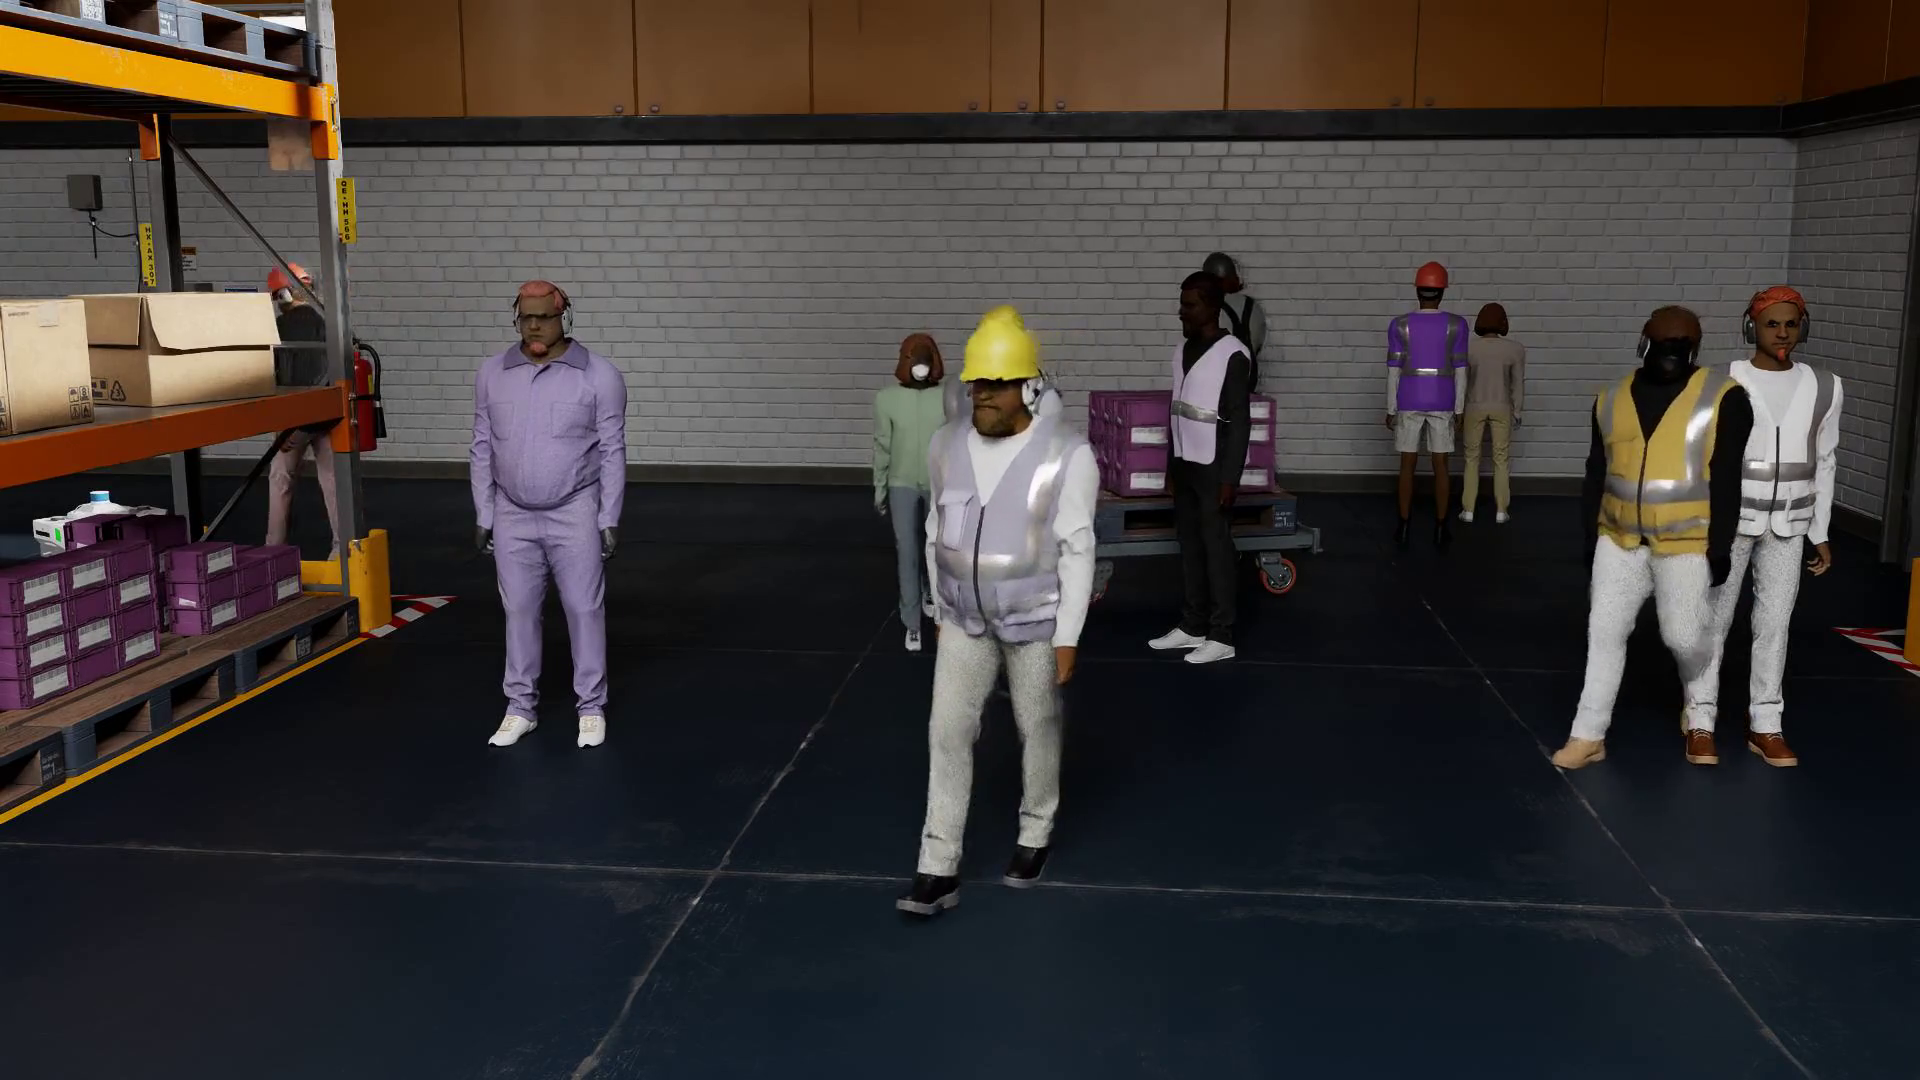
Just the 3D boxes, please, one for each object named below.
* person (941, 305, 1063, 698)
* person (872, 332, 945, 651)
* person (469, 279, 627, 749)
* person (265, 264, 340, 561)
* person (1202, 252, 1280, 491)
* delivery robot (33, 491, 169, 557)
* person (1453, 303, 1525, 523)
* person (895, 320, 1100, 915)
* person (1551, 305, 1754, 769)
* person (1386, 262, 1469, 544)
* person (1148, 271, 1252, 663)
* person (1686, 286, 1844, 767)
[{"bbox_3d":[0.164,-0.132,7.290,0.614,1.780,0.831,4,11,22],"label":"person"},{"bbox_3d":[-0.207,-0.276,8.623,0.508,1.610,0.669,-1,10,-6],"label":"person"},{"bbox_3d":[-1.676,-0.097,6.759,0.642,1.907,0.410,0,10,3],"label":"person"},{"bbox_3d":[-4.103,-0.727,10.298,0.881,1.927,0.669,5,11,26],"label":"person"},{"bbox_3d":[1.992,-1.150,12.395,0.683,2.000,0.853,-6,11,-29],"label":"person"},{"bbox_3d":[-5.214,-0.055,10.111,0.477,0.478,0.707,8,12,37],"label":"delivery robot"},{"bbox_3d":[3.922,-0.942,12.370,0.507,1.632,0.281,2,10,13],"label":"person"},{"bbox_3d":[0.094,0.249,5.047,0.611,1.797,0.829,5,11,26],"label":"person"},{"bbox_3d":[2.745,-0.012,6.525,0.771,1.816,0.644,-9,14,-43],"label":"person"},{"bbox_3d":[3.210,-0.937,11.471,0.542,1.938,0.358,3,10,15],"label":"person"},{"bbox_3d":[1.212,-0.361,8.228,0.382,1.917,0.596,-4,11,-24],"label":"person"},{"bbox_3d":[3.124,-0.044,6.520,0.576,1.882,0.355,1,10,5],"label":"person"}]
